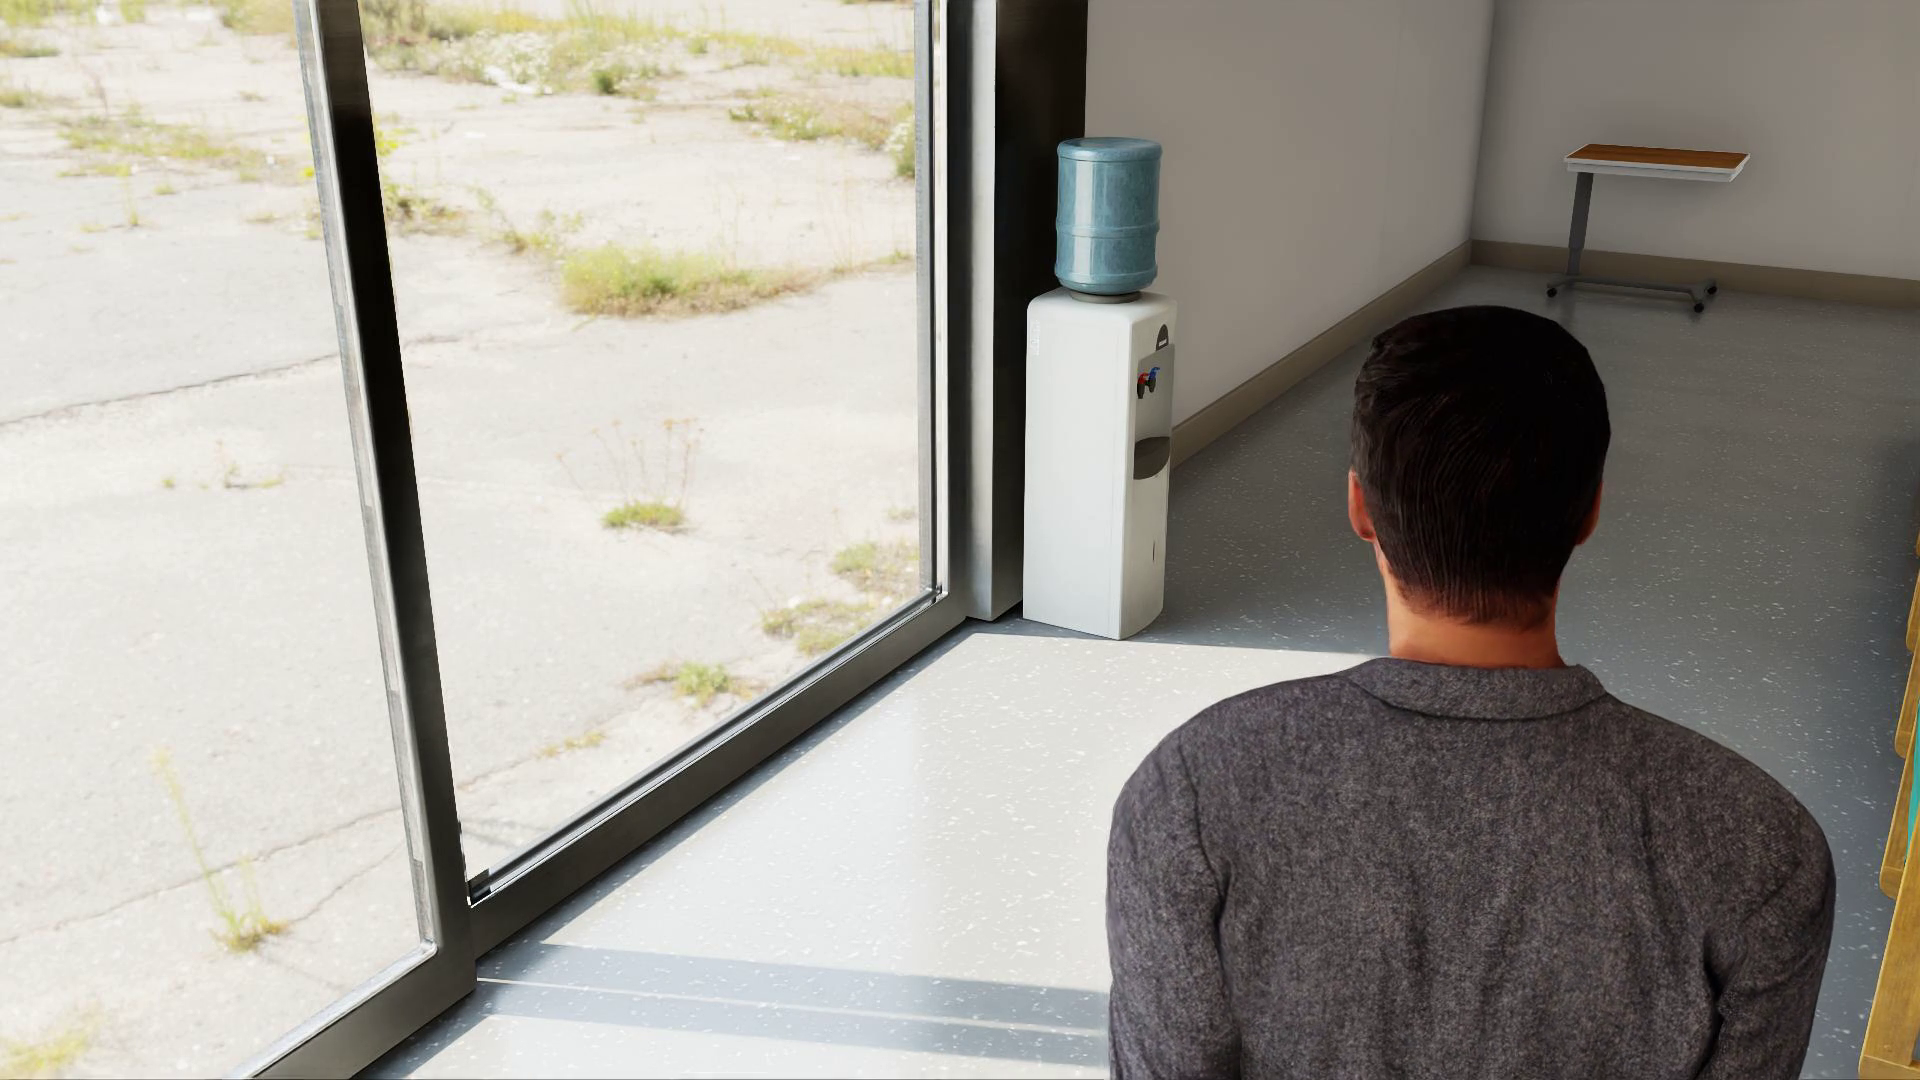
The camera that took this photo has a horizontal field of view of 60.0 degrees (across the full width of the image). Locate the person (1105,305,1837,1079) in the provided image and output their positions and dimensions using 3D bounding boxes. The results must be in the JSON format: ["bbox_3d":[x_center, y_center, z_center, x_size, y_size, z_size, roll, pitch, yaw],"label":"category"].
[{"bbox_3d":[0.387,0.719,1.452,0.670,1.872,0.824,4,21,9],"label":"person"}]
